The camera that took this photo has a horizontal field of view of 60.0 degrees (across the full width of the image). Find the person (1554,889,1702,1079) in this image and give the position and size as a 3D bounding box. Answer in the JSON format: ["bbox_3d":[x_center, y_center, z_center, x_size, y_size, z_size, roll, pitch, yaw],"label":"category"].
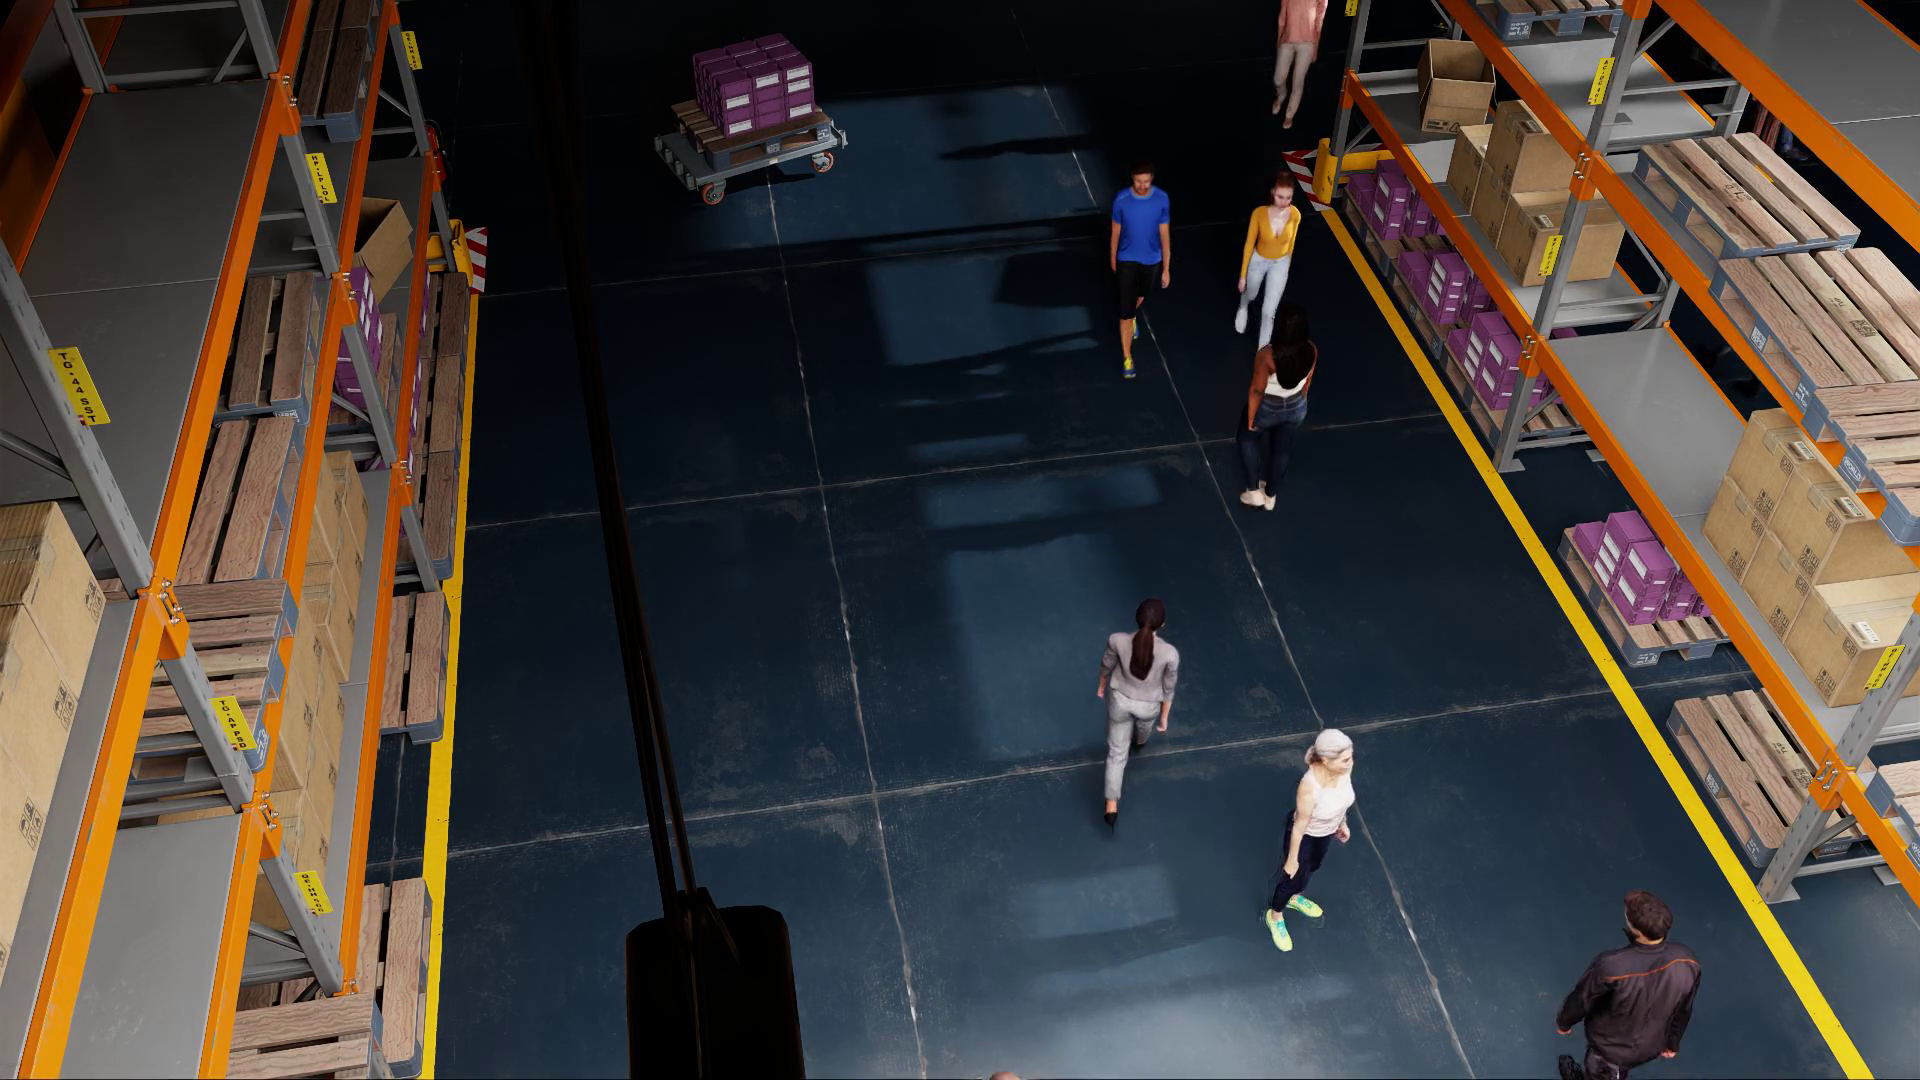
[{"bbox_3d":[3.364,2.541,8.294,0.731,1.896,0.949,-4,44,-4],"label":"person"}]

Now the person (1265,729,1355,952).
[{"bbox_3d":[1.973,1.650,9.376,0.715,1.695,0.724,-29,51,-27],"label":"person"}]

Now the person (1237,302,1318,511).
[{"bbox_3d":[2.313,-0.885,11.960,0.639,1.800,0.661,-6,44,-6],"label":"person"}]

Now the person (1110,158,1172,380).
[{"bbox_3d":[1.442,-2.311,13.447,0.744,1.814,1.242,-2,44,-2],"label":"person"}]

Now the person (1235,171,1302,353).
[{"bbox_3d":[2.448,-2.230,13.442,0.725,1.704,1.230,2,44,2],"label":"person"}]

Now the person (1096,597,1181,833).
[{"bbox_3d":[1.035,1.071,10.037,0.979,1.622,1.237,10,45,10],"label":"person"}]

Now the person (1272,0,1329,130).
[{"bbox_3d":[3.319,-4.874,16.209,0.730,1.715,0.778,12,45,12],"label":"person"}]
